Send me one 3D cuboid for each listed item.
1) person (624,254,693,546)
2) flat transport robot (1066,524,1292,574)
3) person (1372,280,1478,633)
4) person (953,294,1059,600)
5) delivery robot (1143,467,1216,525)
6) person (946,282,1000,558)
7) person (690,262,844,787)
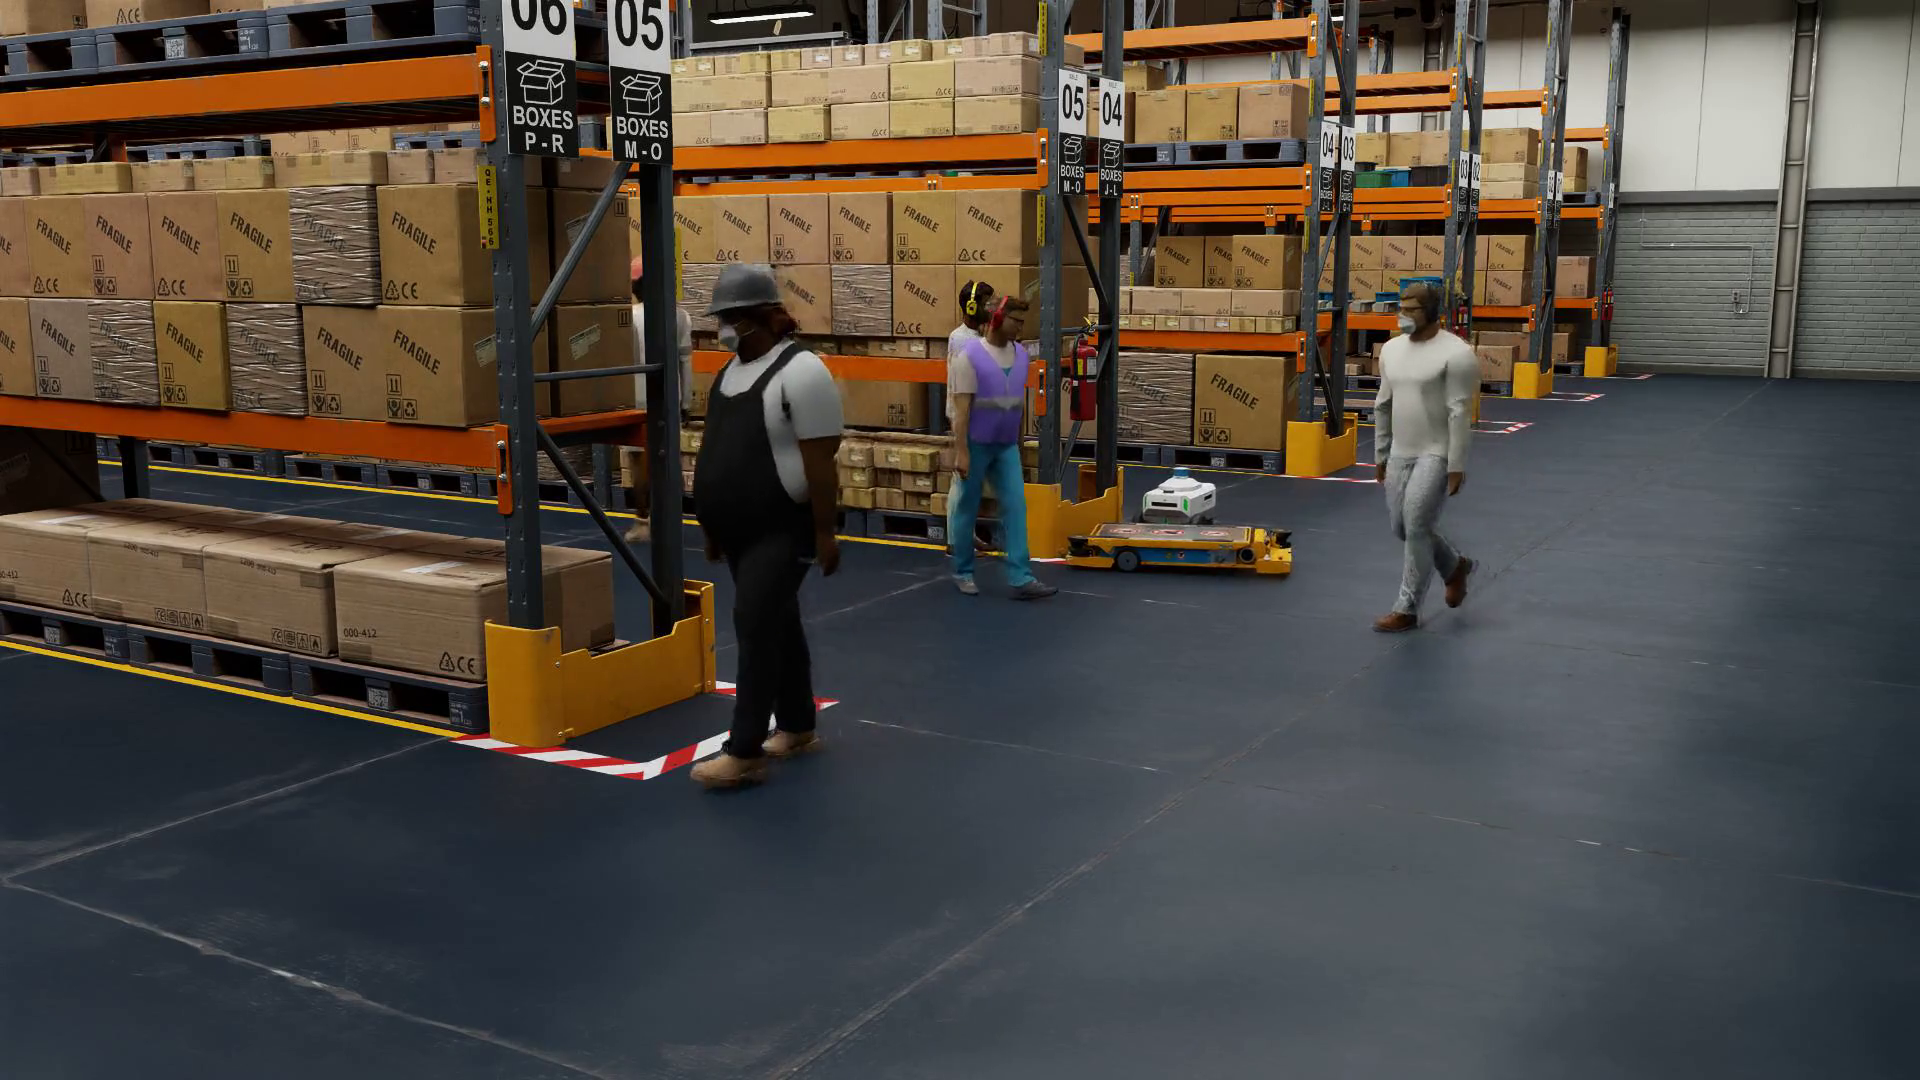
[{"bbox_3d":[-2.182,-0.984,11.740,0.614,2.041,0.395,-5,11,-29],"label":"person"},{"bbox_3d":[1.446,0.043,10.908,1.431,0.197,0.652,2,10,10],"label":"flat transport robot"},{"bbox_3d":[2.587,-0.460,9.090,0.772,1.914,0.640,-6,11,-32],"label":"person"},{"bbox_3d":[0.229,-0.530,9.784,0.638,1.794,0.863,-7,12,-36],"label":"person"},{"bbox_3d":[1.536,-0.265,11.604,0.477,0.478,0.707,5,11,25],"label":"delivery robot"},{"bbox_3d":[0.077,-0.805,11.236,0.333,1.860,0.509,3,10,14],"label":"person"},{"bbox_3d":[-0.871,-0.085,6.480,0.855,2.000,0.699,-8,12,-38],"label":"person"}]
